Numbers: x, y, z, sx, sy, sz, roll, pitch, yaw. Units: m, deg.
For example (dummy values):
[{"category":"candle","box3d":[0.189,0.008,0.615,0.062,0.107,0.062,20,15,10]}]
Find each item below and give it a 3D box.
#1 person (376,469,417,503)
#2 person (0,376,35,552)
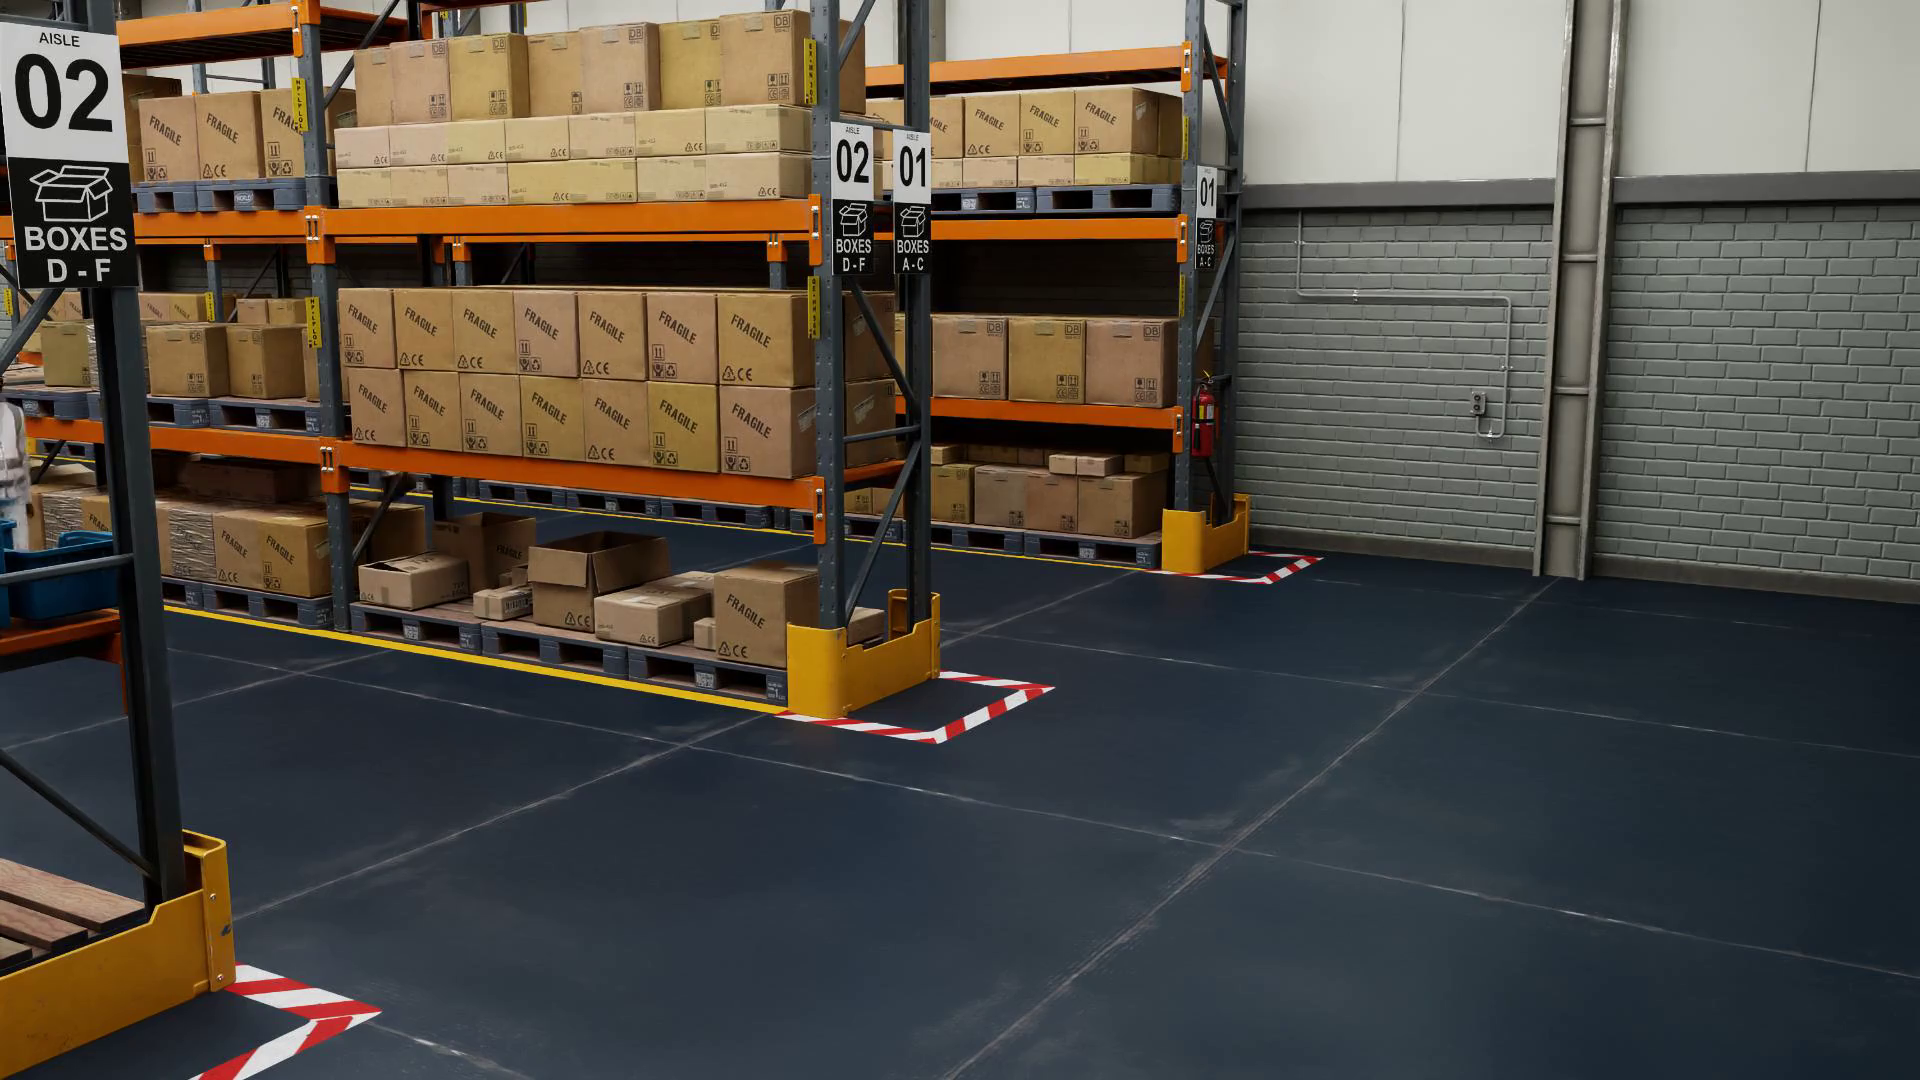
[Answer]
[{"category":"person","box3d":[-5.004,-0.889,14.499,0.601,1.917,0.556,7,12,37]},{"category":"person","box3d":[-6.539,-0.292,11.175,0.771,1.862,0.587,5,11,26]}]
